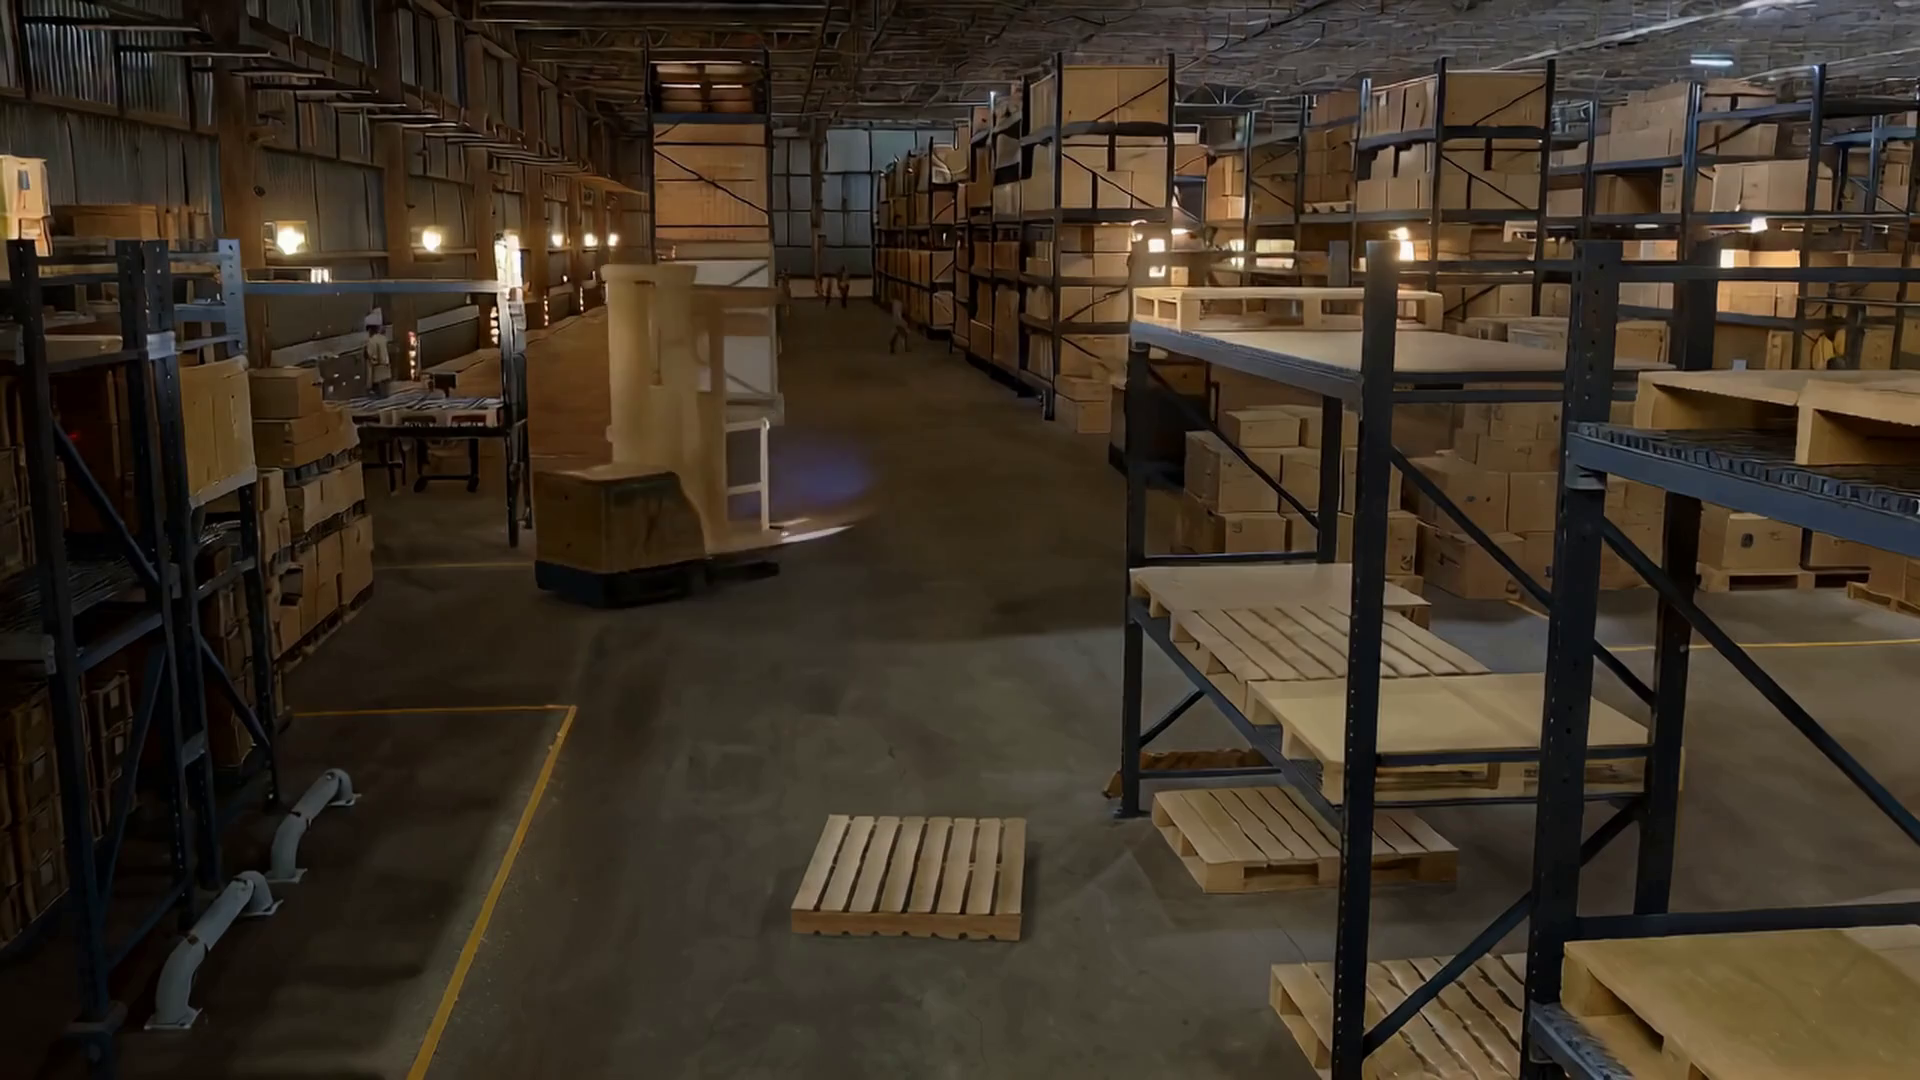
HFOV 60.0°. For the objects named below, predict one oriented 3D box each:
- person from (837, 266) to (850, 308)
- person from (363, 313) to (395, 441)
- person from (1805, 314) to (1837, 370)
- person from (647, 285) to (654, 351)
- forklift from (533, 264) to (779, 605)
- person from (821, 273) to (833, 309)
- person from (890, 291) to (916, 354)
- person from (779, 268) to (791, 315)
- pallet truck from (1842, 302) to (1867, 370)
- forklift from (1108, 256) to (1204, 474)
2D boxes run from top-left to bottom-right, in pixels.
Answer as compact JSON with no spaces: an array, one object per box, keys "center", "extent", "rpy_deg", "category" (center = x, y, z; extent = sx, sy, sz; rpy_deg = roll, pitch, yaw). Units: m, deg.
[{"center":[-5.183,-11.250,74.027],"extent":[0.558,1.875,0.985],"rpy_deg":[-1,10,-4],"category":"person"},{"center":[-8.818,-2.459,25.171],"extent":[0.360,1.939,0.543],"rpy_deg":[2,10,13],"category":"person"},{"center":[13.138,-2.491,25.435],"extent":[0.397,1.911,0.587],"rpy_deg":[10,14,43],"category":"person"},{"center":[-8.100,-5.702,43.338],"extent":[0.975,1.856,0.664],"rpy_deg":[-8,13,-37],"category":"person"},{"center":[-2.664,-0.980,14.365],"extent":[1.129,2.768,1.873],"rpy_deg":[9,14,42],"category":"forklift"},{"center":[-5.906,-11.074,73.891],"extent":[0.505,1.585,0.920],"rpy_deg":[0,10,2],"category":"person"},{"center":[-1.515,-5.799,44.435],"extent":[0.803,1.666,0.543],"rpy_deg":[-2,10,-9],"category":"person"},{"center":[-7.100,-10.033,67.245],"extent":[0.404,1.903,0.637],"rpy_deg":[5,11,25],"category":"person"},{"center":[15.846,-3.142,28.793],"extent":[1.885,1.965,0.823],"rpy_deg":[2,10,12],"category":"pallet truck"},{"center":[2.616,-2.259,21.448],"extent":[1.129,2.768,1.873],"rpy_deg":[-1,10,-6],"category":"forklift"}]
